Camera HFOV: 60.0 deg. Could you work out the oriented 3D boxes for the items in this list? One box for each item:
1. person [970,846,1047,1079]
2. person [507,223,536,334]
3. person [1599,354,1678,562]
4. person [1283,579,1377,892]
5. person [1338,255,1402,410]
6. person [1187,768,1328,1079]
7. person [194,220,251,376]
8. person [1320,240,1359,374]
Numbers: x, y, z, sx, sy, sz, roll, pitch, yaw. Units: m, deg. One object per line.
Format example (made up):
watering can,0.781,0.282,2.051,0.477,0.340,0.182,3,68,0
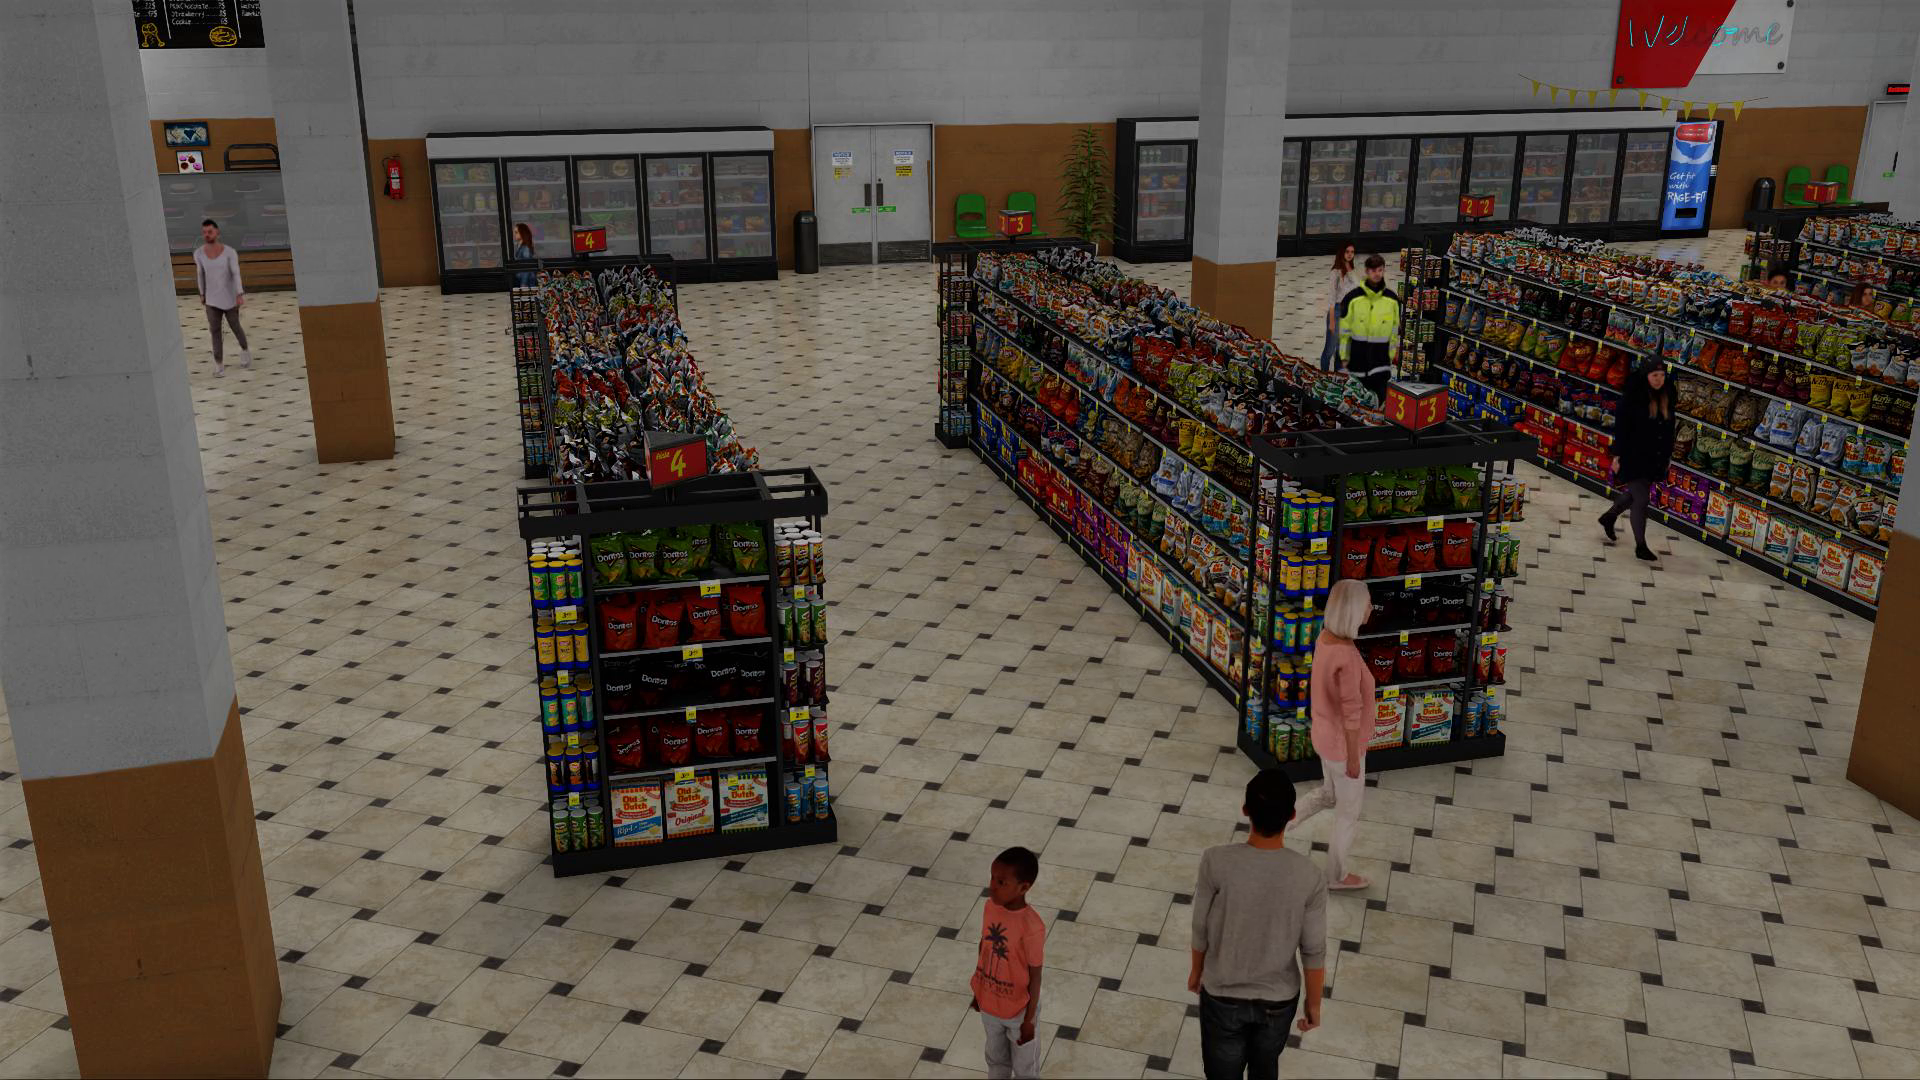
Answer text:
person,0.204,1.817,6.633,0.617,1.311,0.527,-16,24,-39
person,-5.682,-3.447,21.990,0.741,1.473,0.666,-10,21,-28
person,5.512,-0.690,13.545,0.657,1.644,1.029,-5,19,-14
person,1.833,1.014,8.387,0.740,1.711,0.829,-2,19,-5
person,4.017,-1.859,16.518,0.903,1.960,0.976,0,19,1
person,1.069,1.730,6.144,0.887,1.787,1.135,3,19,8
person,-8.785,-2.907,19.869,0.824,1.805,1.189,-2,19,-5
person,4.320,-2.547,18.922,0.634,1.727,0.606,-12,22,-31
